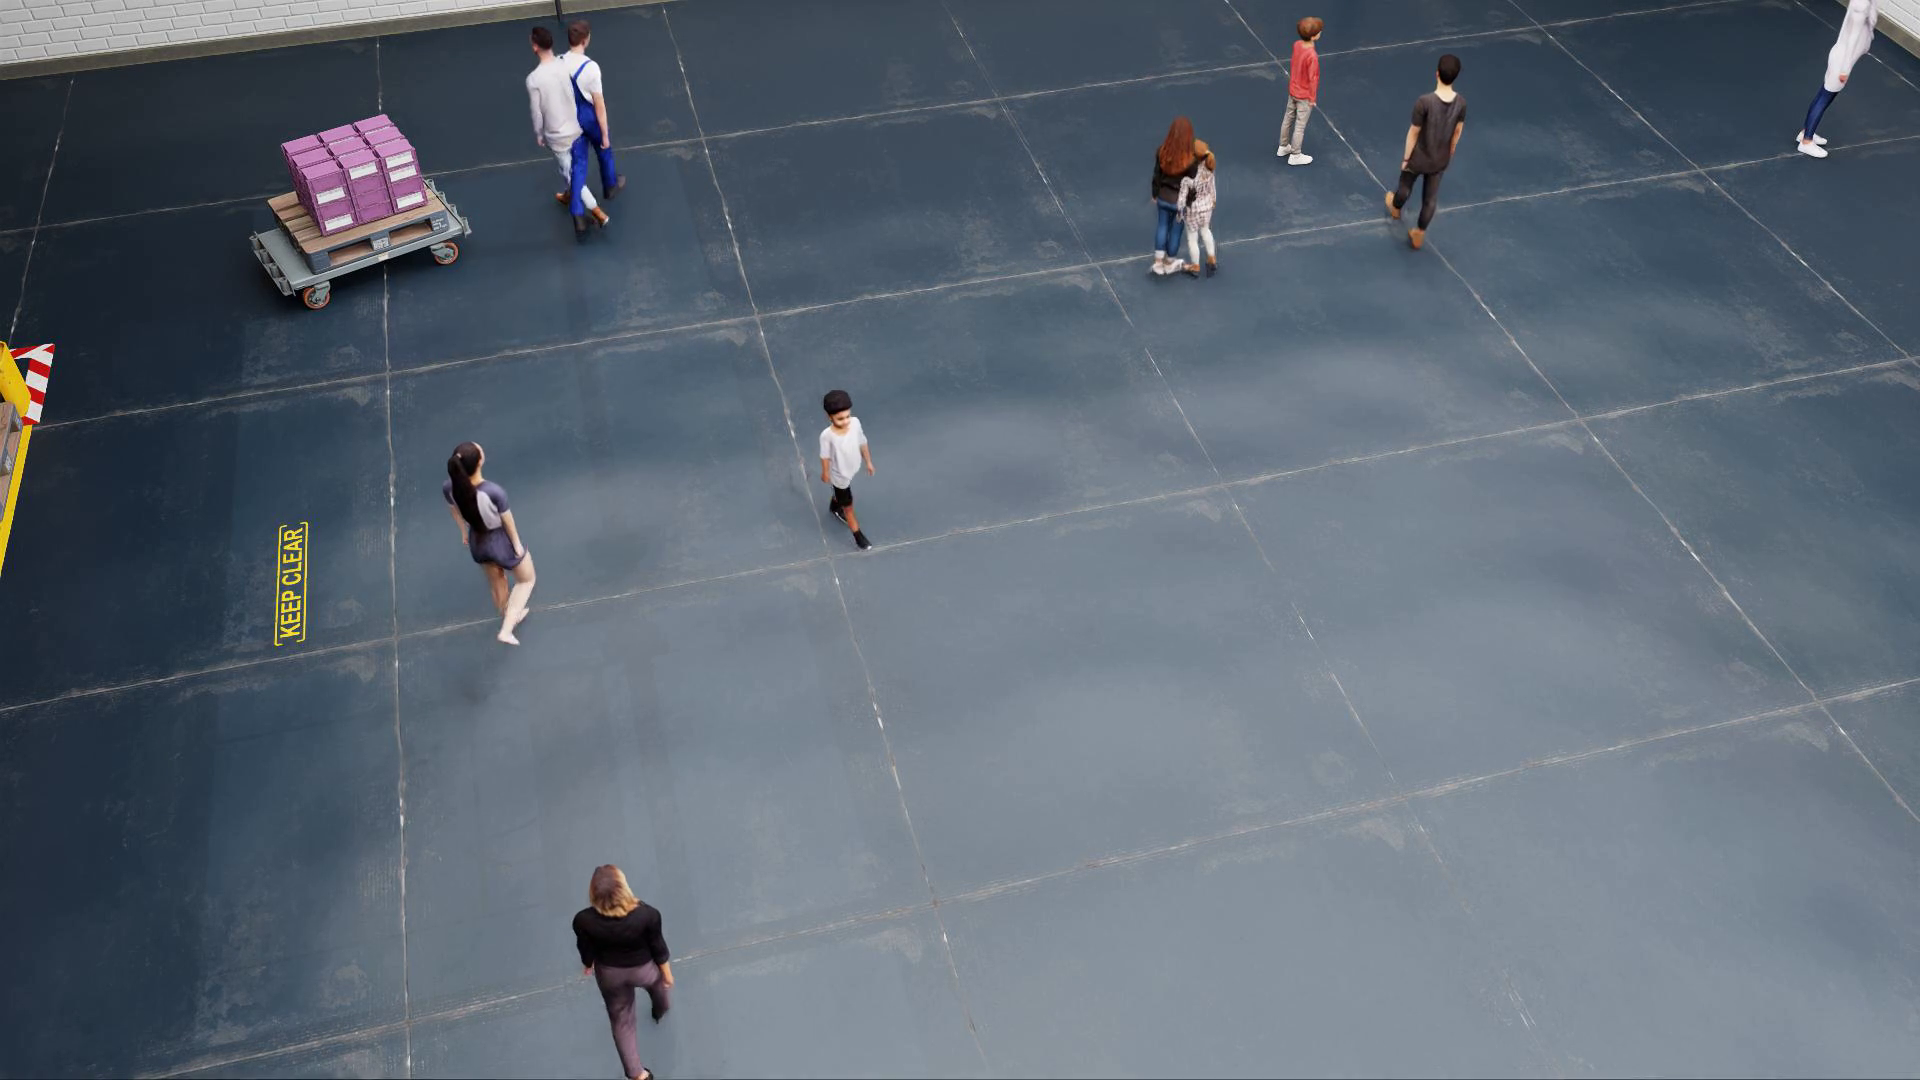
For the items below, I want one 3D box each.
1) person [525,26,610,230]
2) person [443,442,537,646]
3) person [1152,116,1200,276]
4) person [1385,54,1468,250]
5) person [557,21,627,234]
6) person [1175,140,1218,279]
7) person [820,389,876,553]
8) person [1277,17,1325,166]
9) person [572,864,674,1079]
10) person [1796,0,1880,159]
[{"bbox_3d":[-3.370,-3.499,14.323,1.248,1.801,1.081,34,53,31],"label":"person"},{"bbox_3d":[-3.024,0.079,10.683,0.777,1.641,0.842,13,45,13],"label":"person"},{"bbox_3d":[1.784,-2.841,13.865,0.700,1.480,0.763,22,48,21],"label":"person"},{"bbox_3d":[4.005,-3.251,14.146,0.796,1.686,1.026,-1,44,-1],"label":"person"},{"bbox_3d":[-3.277,-3.526,14.352,1.105,1.801,1.343,10,45,11],"label":"person"},{"bbox_3d":[2.004,-2.764,13.917,0.665,1.296,0.664,-19,47,-19],"label":"person"},{"bbox_3d":[-0.844,-0.563,11.659,0.686,1.224,0.918,-27,50,-25],"label":"person"},{"bbox_3d":[3.132,-4.131,15.265,0.609,1.417,0.478,-17,46,-17],"label":"person"},{"bbox_3d":[-1.678,2.254,8.401,0.682,1.641,0.904,-5,44,-5],"label":"person"},{"bbox_3d":[8.106,-4.408,15.295,0.746,1.776,0.664,17,46,17],"label":"person"}]
